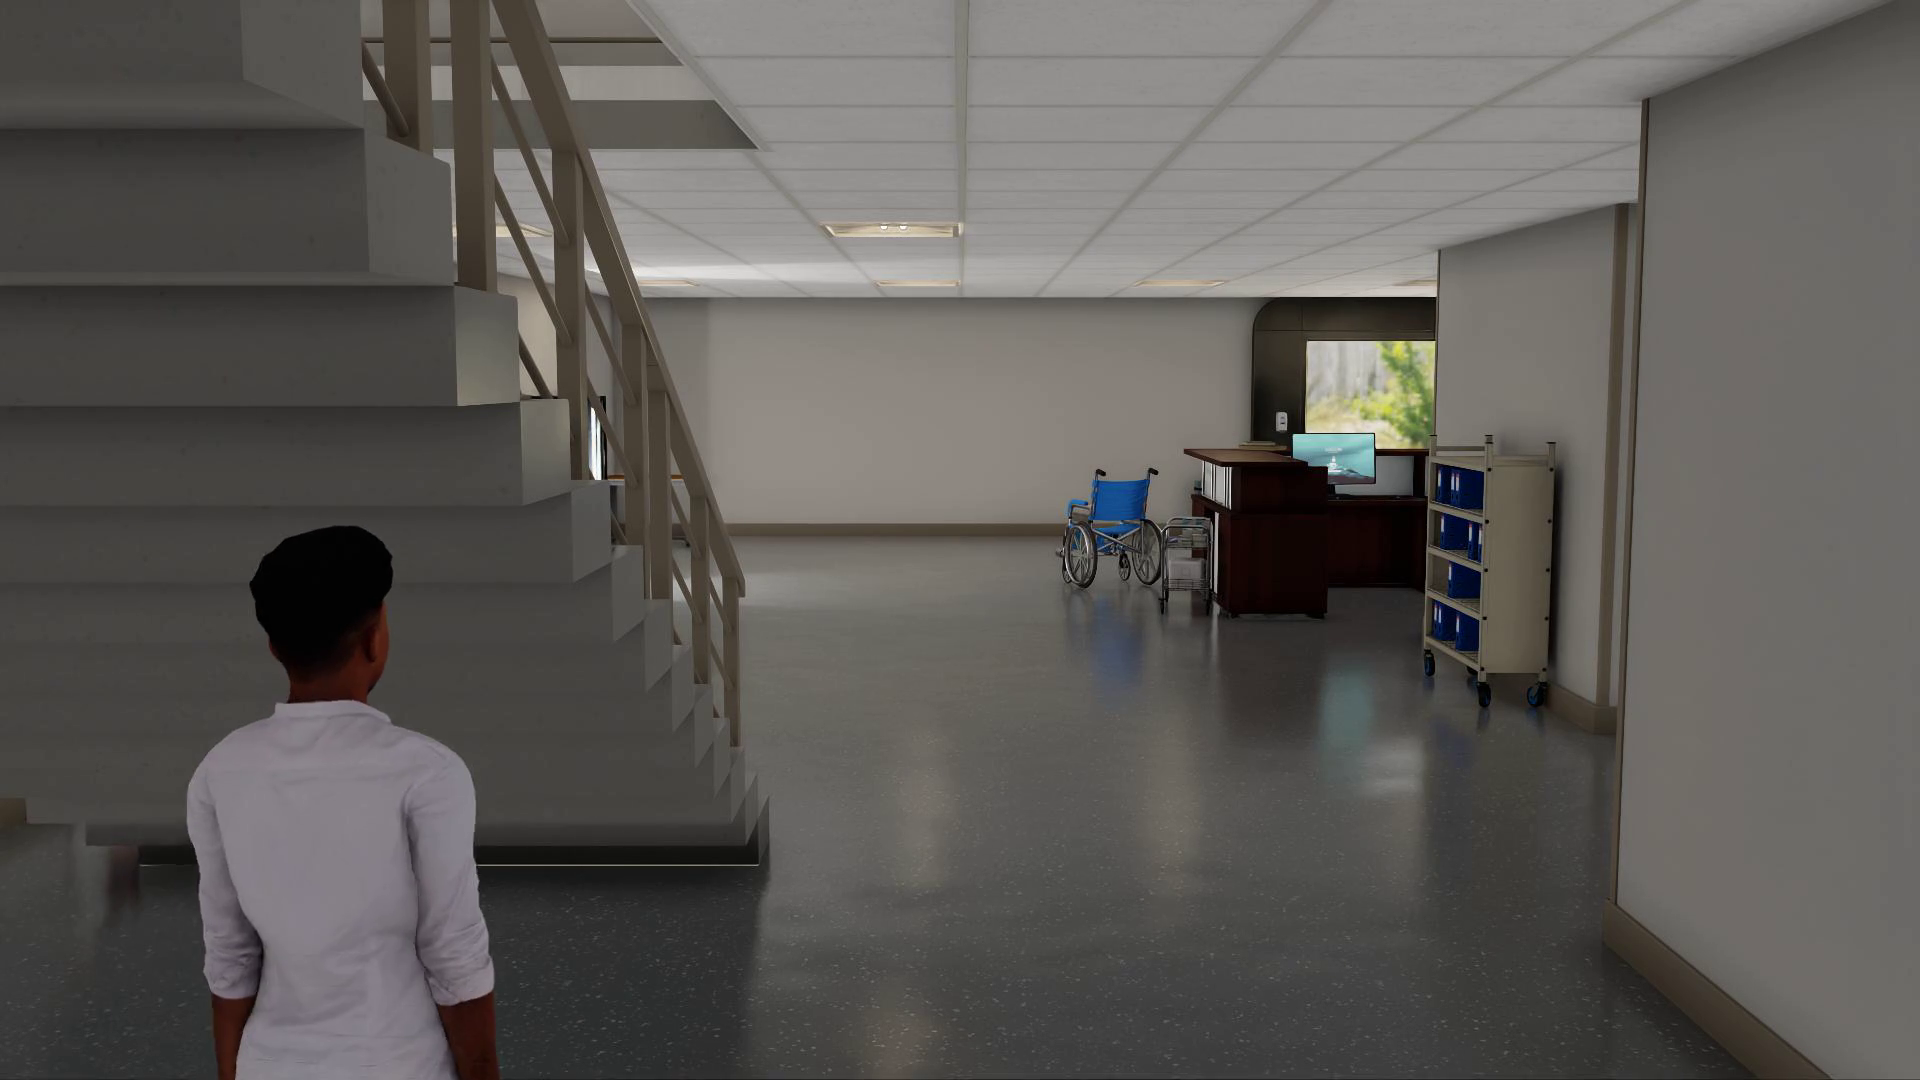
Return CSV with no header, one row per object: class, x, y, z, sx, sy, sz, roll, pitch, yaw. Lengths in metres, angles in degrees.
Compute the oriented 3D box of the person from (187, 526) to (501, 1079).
person,-0.992,0.898,2.637,0.841,1.791,1.169,1,6,14
